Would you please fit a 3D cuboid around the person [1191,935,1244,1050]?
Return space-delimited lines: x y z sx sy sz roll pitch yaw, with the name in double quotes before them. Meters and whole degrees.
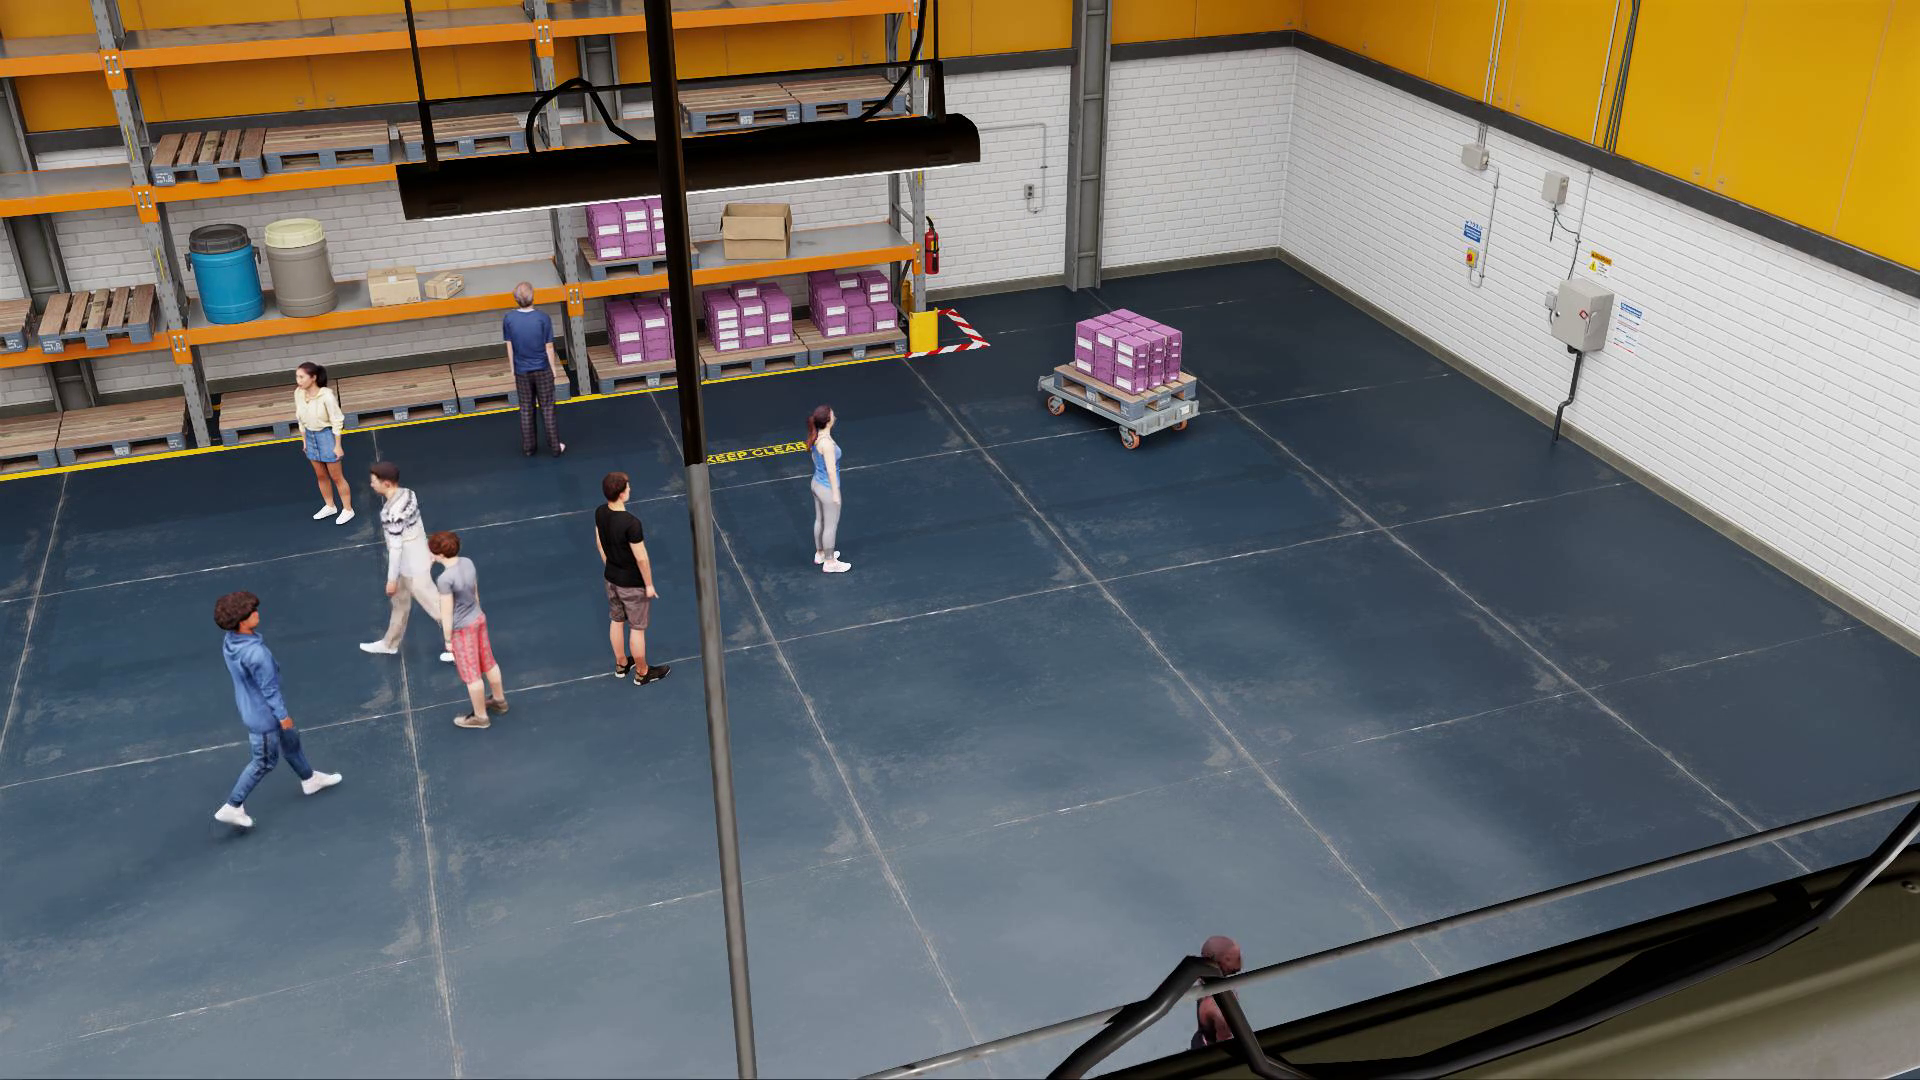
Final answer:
"person" 1.239 2.804 8.822 1.254 1.720 0.913 1 29 2

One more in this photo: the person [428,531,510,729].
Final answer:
"person" -3.788 0.674 12.808 0.744 1.641 0.694 10 30 18

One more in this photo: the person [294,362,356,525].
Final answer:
"person" -6.035 -0.931 15.763 0.697 1.630 0.769 11 30 19

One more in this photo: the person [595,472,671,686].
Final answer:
"person" -2.677 0.294 13.275 0.773 1.862 0.781 20 34 32

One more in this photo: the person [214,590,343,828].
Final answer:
"person" -4.975 1.215 11.675 1.229 1.776 0.891 -19 34 -31

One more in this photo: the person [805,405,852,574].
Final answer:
"person" -1.202 -0.473 14.945 0.563 1.609 0.577 -13 31 -22

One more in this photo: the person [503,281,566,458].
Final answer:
"person" -4.364 -1.735 16.988 0.571 1.868 0.765 -3 29 -5

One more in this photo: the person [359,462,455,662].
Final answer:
"person" -4.345 0.218 13.473 1.235 1.806 0.827 -5 29 -9
